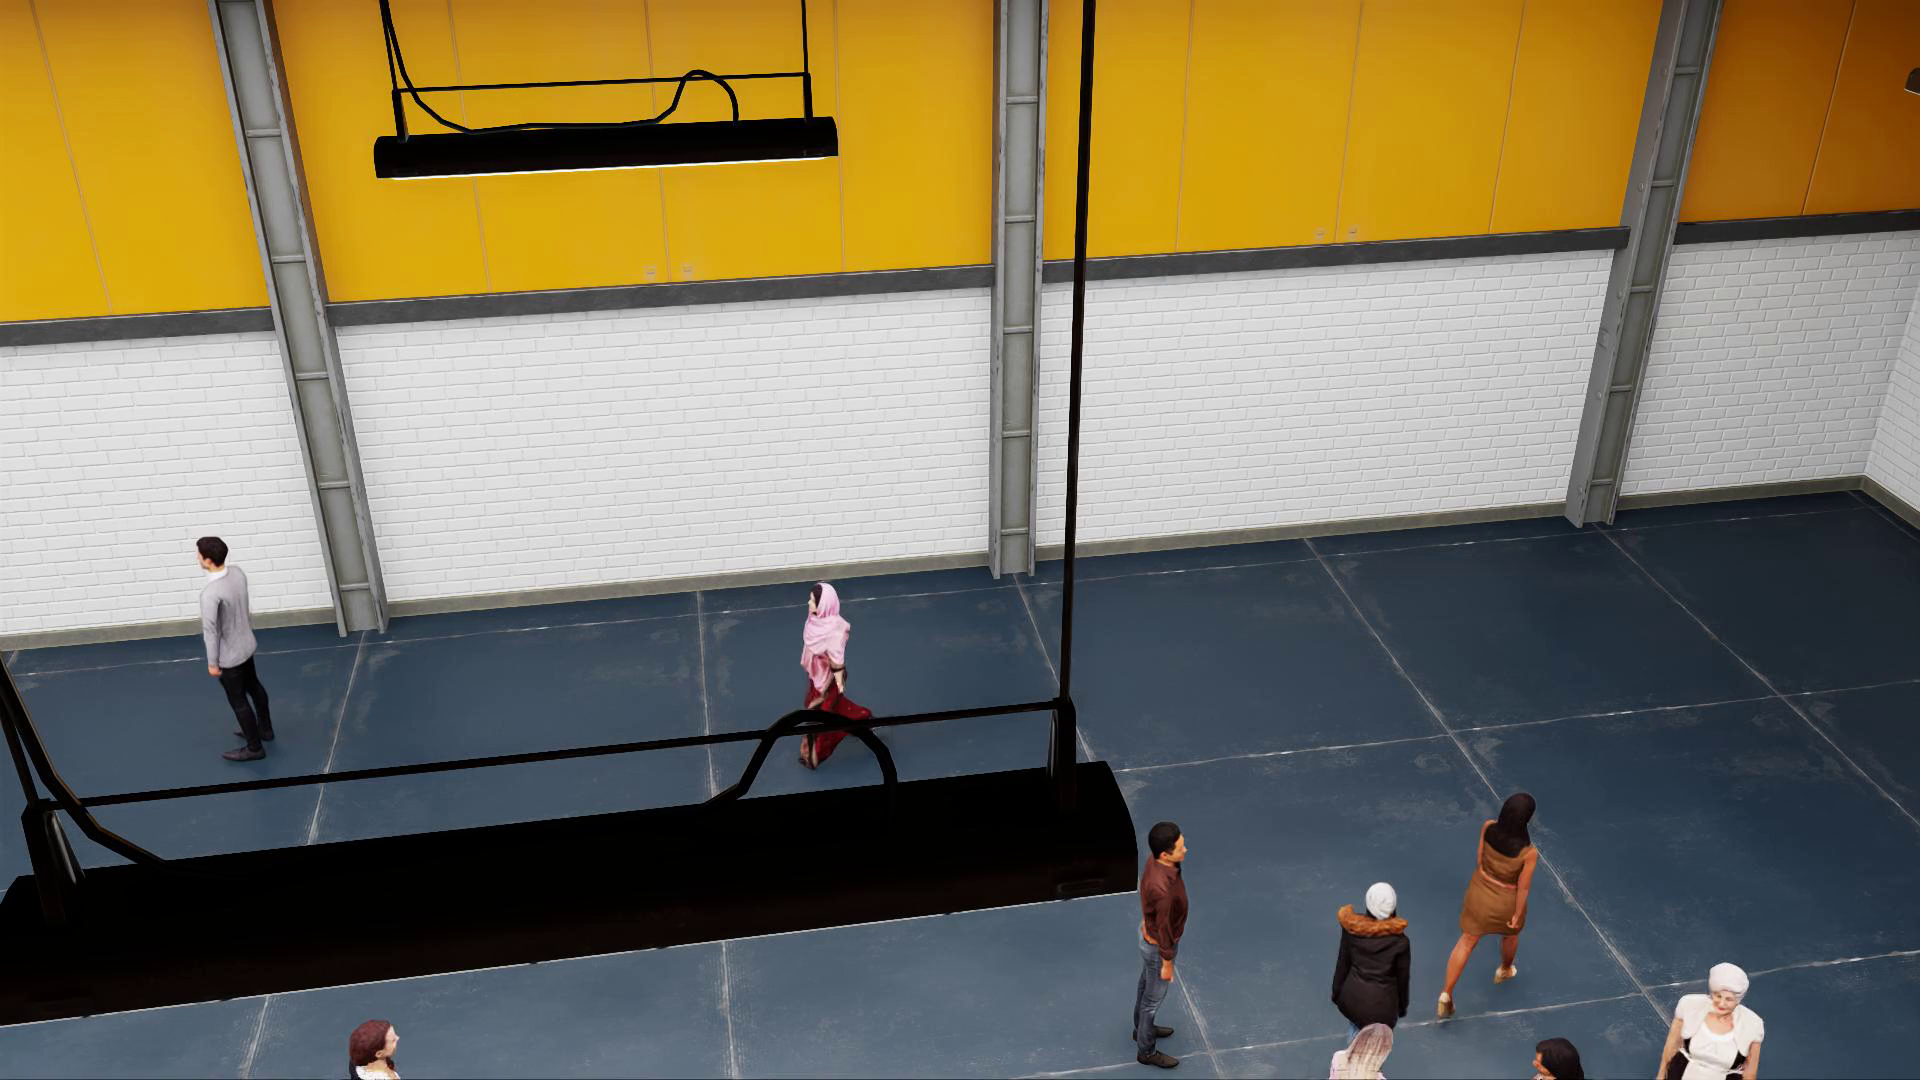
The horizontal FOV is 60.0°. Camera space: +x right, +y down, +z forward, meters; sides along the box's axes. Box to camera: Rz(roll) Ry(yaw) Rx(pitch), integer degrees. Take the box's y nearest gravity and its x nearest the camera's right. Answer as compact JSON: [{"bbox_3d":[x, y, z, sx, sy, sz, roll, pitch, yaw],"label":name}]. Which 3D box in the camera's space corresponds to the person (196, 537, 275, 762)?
[{"bbox_3d":[-5.669,0.842,13.006,0.710,1.923,0.796,1,29,1],"label":"person"}]

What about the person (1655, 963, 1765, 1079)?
[{"bbox_3d":[4.153,2.994,9.257,0.918,1.734,0.965,19,34,31],"label":"person"}]

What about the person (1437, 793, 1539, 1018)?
[{"bbox_3d":[3.341,2.333,10.555,1.122,1.652,0.960,-25,37,-38],"label":"person"}]

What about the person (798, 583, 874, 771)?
[{"bbox_3d":[-0.983,1.016,13.000,0.977,1.623,0.808,-13,31,-22],"label":"person"}]

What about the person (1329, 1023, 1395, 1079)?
[{"bbox_3d":[2.021,3.279,8.822,1.148,1.651,0.777,-14,32,-24],"label":"person"}]

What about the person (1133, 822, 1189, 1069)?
[{"bbox_3d":[1.212,2.457,10.192,0.599,1.782,0.688,1,29,2],"label":"person"}]

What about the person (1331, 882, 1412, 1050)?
[{"bbox_3d":[2.409,2.739,9.843,0.899,1.623,0.970,20,34,32],"label":"person"}]

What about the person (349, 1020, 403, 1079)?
[{"bbox_3d":[-3.055,3.263,8.719,0.935,1.779,0.827,-21,35,-34],"label":"person"}]
